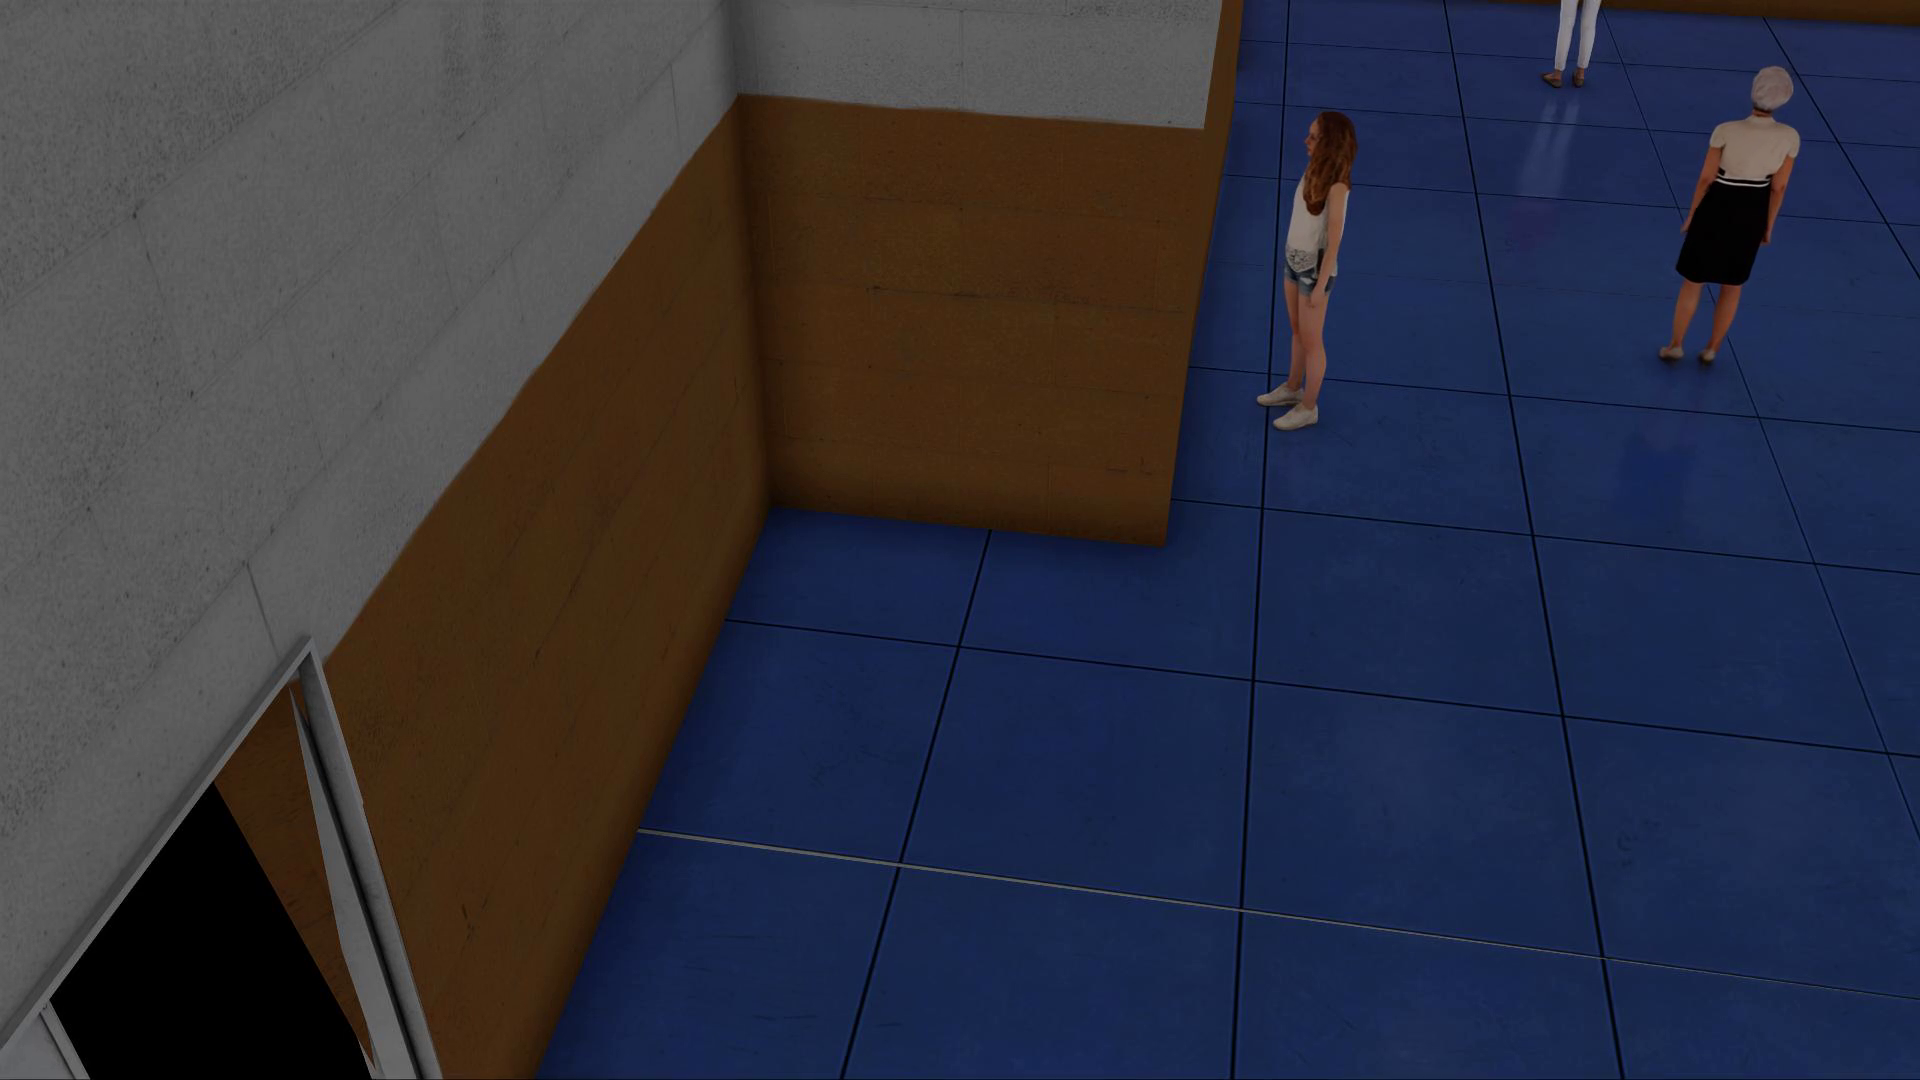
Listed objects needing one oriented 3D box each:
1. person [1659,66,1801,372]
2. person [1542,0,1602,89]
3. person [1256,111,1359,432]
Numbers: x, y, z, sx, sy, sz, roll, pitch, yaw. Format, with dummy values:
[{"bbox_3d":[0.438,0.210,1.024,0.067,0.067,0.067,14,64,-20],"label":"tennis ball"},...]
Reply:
[{"bbox_3d":[4.204,-1.723,9.084,0.469,1.755,0.688,8,38,11],"label":"person"},{"bbox_3d":[4.714,-4.262,12.519,0.516,1.693,0.648,0,37,0],"label":"person"},{"bbox_3d":[1.841,-1.389,8.637,0.607,1.759,0.630,-5,37,-6],"label":"person"}]
